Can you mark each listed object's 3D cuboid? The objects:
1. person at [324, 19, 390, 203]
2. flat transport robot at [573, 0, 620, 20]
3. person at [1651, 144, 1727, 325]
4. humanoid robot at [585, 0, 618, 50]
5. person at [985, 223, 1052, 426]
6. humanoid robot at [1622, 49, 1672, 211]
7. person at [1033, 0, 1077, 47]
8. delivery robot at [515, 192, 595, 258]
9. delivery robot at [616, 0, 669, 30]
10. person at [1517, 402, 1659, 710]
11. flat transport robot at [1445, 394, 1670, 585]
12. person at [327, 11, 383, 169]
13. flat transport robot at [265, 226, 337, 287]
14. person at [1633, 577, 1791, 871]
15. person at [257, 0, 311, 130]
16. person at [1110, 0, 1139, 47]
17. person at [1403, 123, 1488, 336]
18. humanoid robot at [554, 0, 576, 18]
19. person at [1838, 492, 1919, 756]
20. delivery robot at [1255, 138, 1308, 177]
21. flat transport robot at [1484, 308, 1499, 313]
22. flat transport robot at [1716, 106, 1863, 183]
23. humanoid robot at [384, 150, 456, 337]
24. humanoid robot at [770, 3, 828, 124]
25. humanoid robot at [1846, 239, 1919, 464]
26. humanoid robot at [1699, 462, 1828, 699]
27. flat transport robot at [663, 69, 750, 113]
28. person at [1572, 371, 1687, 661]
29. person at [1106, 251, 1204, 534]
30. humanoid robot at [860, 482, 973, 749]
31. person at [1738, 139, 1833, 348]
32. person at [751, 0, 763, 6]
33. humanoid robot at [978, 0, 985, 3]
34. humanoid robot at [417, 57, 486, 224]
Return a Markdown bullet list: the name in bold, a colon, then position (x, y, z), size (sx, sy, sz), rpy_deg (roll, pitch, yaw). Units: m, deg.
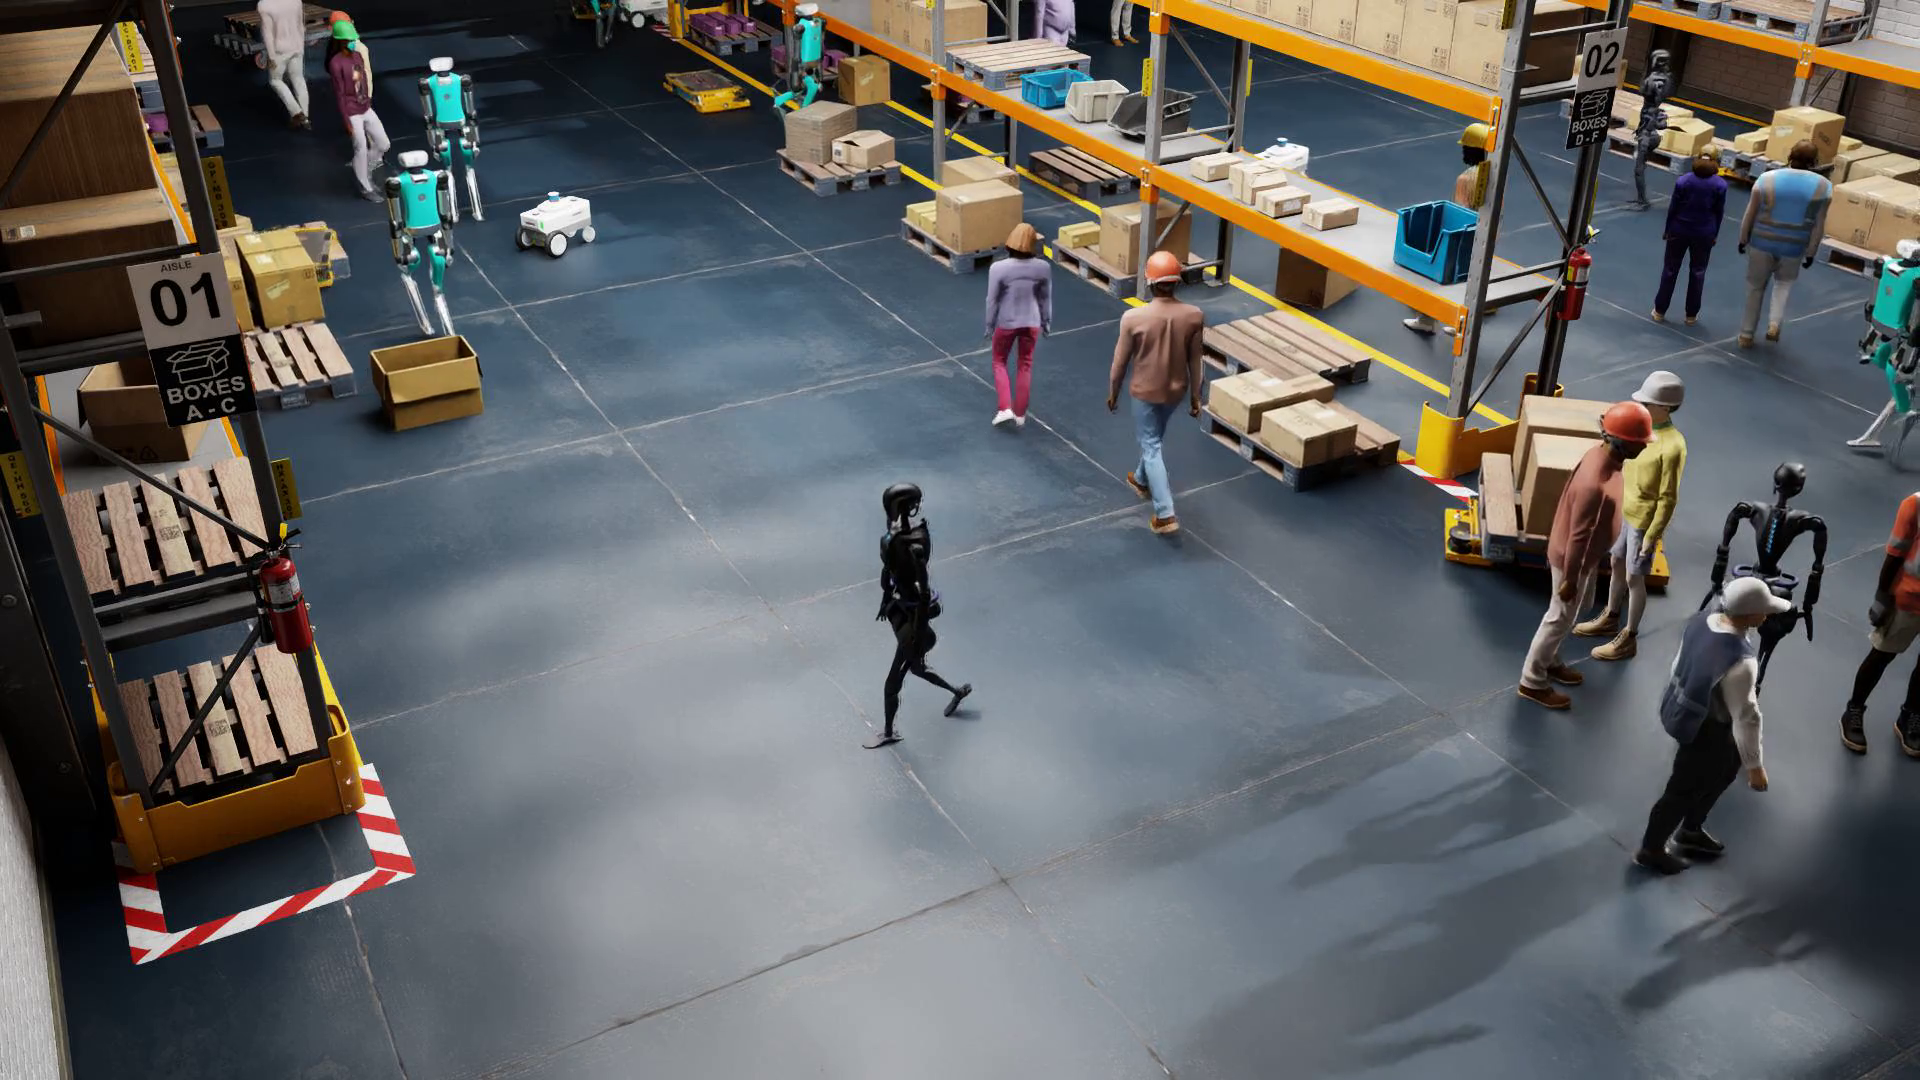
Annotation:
- **person**: position (-6.392, -4.539, 17.642), size (0.484, 1.931, 0.514), rpy_deg (11, 32, 18)
- **flat transport robot**: position (-5.306, -8.303, 25.863), size (1.431, 0.231, 0.659), rpy_deg (-10, 31, -17)
- **person**: position (6.495, -2.720, 14.787), size (0.453, 1.617, 0.367), rpy_deg (11, 32, 19)
- **humanoid robot**: position (-5.121, -7.910, 23.752), size (0.547, 1.742, 1.010), rpy_deg (0, 30, -1)
- **person**: position (0.464, -1.655, 12.942), size (0.529, 1.604, 0.436), rpy_deg (-5, 30, -8)
- **humanoid robot**: position (7.268, -4.344, 17.559), size (0.321, 1.649, 0.590), rpy_deg (5, 30, 9)
- **person**: position (1.215, -6.342, 20.829), size (0.447, 1.892, 0.644), rpy_deg (21, 36, 32)
- **delivery robot**: position (-4.047, -3.180, 16.653), size (0.499, 0.589, 0.782), rpy_deg (19, 35, 29)
- **delivery robot**: position (-4.782, -8.030, 25.116), size (0.812, 0.609, 0.499), rpy_deg (-20, 35, -31)
- **person**: position (3.608, 0.096, 9.549), size (0.462, 1.972, 0.620), rpy_deg (14, 33, 23)
- **flat transport robot**: position (4.077, -0.002, 11.413), size (1.431, 0.231, 0.659), rpy_deg (7, 31, 12)
- **person**: position (-6.839, -5.065, 18.734), size (0.563, 1.751, 0.329), rpy_deg (17, 34, 27)
- **flat transport robot**: position (-6.456, -2.758, 16.210), size (0.659, 0.231, 1.431), rpy_deg (-8, 31, -14)
- **person**: position (3.801, 0.962, 8.260), size (0.628, 1.738, 0.743), rpy_deg (5, 30, 8)
- **person**: position (-8.121, -5.890, 20.002), size (0.456, 1.922, 0.639), rpy_deg (17, 34, 27)
- **person**: position (2.378, -8.068, 23.825), size (0.560, 1.896, 0.353), rpy_deg (-24, 38, -35)
- **person**: position (4.302, -2.686, 14.448), size (0.599, 1.905, 0.708), rpy_deg (-21, 36, -32)
- **humanoid robot**: position (-6.099, -8.783, 25.314), size (0.606, 1.661, 0.434), rpy_deg (-6, 30, -10)
- **person**: position (5.343, 0.330, 9.147), size (0.602, 1.957, 0.363), rpy_deg (6, 30, 11)
- **delivery robot**: position (3.492, -4.089, 18.260), size (0.516, 0.614, 0.785), rpy_deg (25, 38, 36)
- **flat transport robot**: position (4.537, -2.485, 15.735), size (0.659, 0.231, 1.431), rpy_deg (-2, 30, -4)
- **flat transport robot**: position (9.104, -4.017, 18.402), size (0.659, 0.231, 1.431), rpy_deg (-15, 33, -25)
- **humanoid robot**: position (-4.666, -2.513, 14.331), size (0.547, 1.807, 0.787), rpy_deg (-19, 35, -29)
- **humanoid robot**: position (-1.908, -5.299, 19.177), size (0.780, 1.788, 0.540), rpy_deg (19, 35, 29)
- **humanoid robot**: position (7.025, -1.352, 12.373), size (0.702, 1.874, 0.545), rpy_deg (-7, 31, -13)
- **humanoid robot**: position (4.577, 0.321, 9.487), size (0.611, 1.616, 0.813), rpy_deg (17, 34, 26)
- **flat transport robot**: position (-3.300, -5.827, 21.554), size (0.659, 0.231, 1.431), rpy_deg (-15, 33, -25)
- **person**: position (4.094, -0.143, 10.033), size (0.386, 1.889, 0.489), rpy_deg (-4, 30, -6)
- **person**: position (1.380, -1.027, 11.532), size (0.635, 1.946, 1.014), rpy_deg (-9, 31, -15)
- **humanoid robot**: position (-0.239, 0.397, 9.340), size (0.728, 1.631, 0.615), rpy_deg (-12, 32, -20)
- **person**: position (7.005, -2.525, 14.249), size (0.631, 1.825, 0.468), rpy_deg (11, 32, 18)
- **person**: position (-3.089, -9.468, 26.372), size (0.878, 1.788, 0.598), rpy_deg (-21, 36, -32)
- **humanoid robot**: position (0.201, -7.823, 23.637), size (0.562, 1.631, 0.617), rpy_deg (5, 30, 8)
- **humanoid robot**: position (-5.202, -4.126, 17.085), size (0.530, 1.750, 0.709), rpy_deg (-9, 31, -15)
